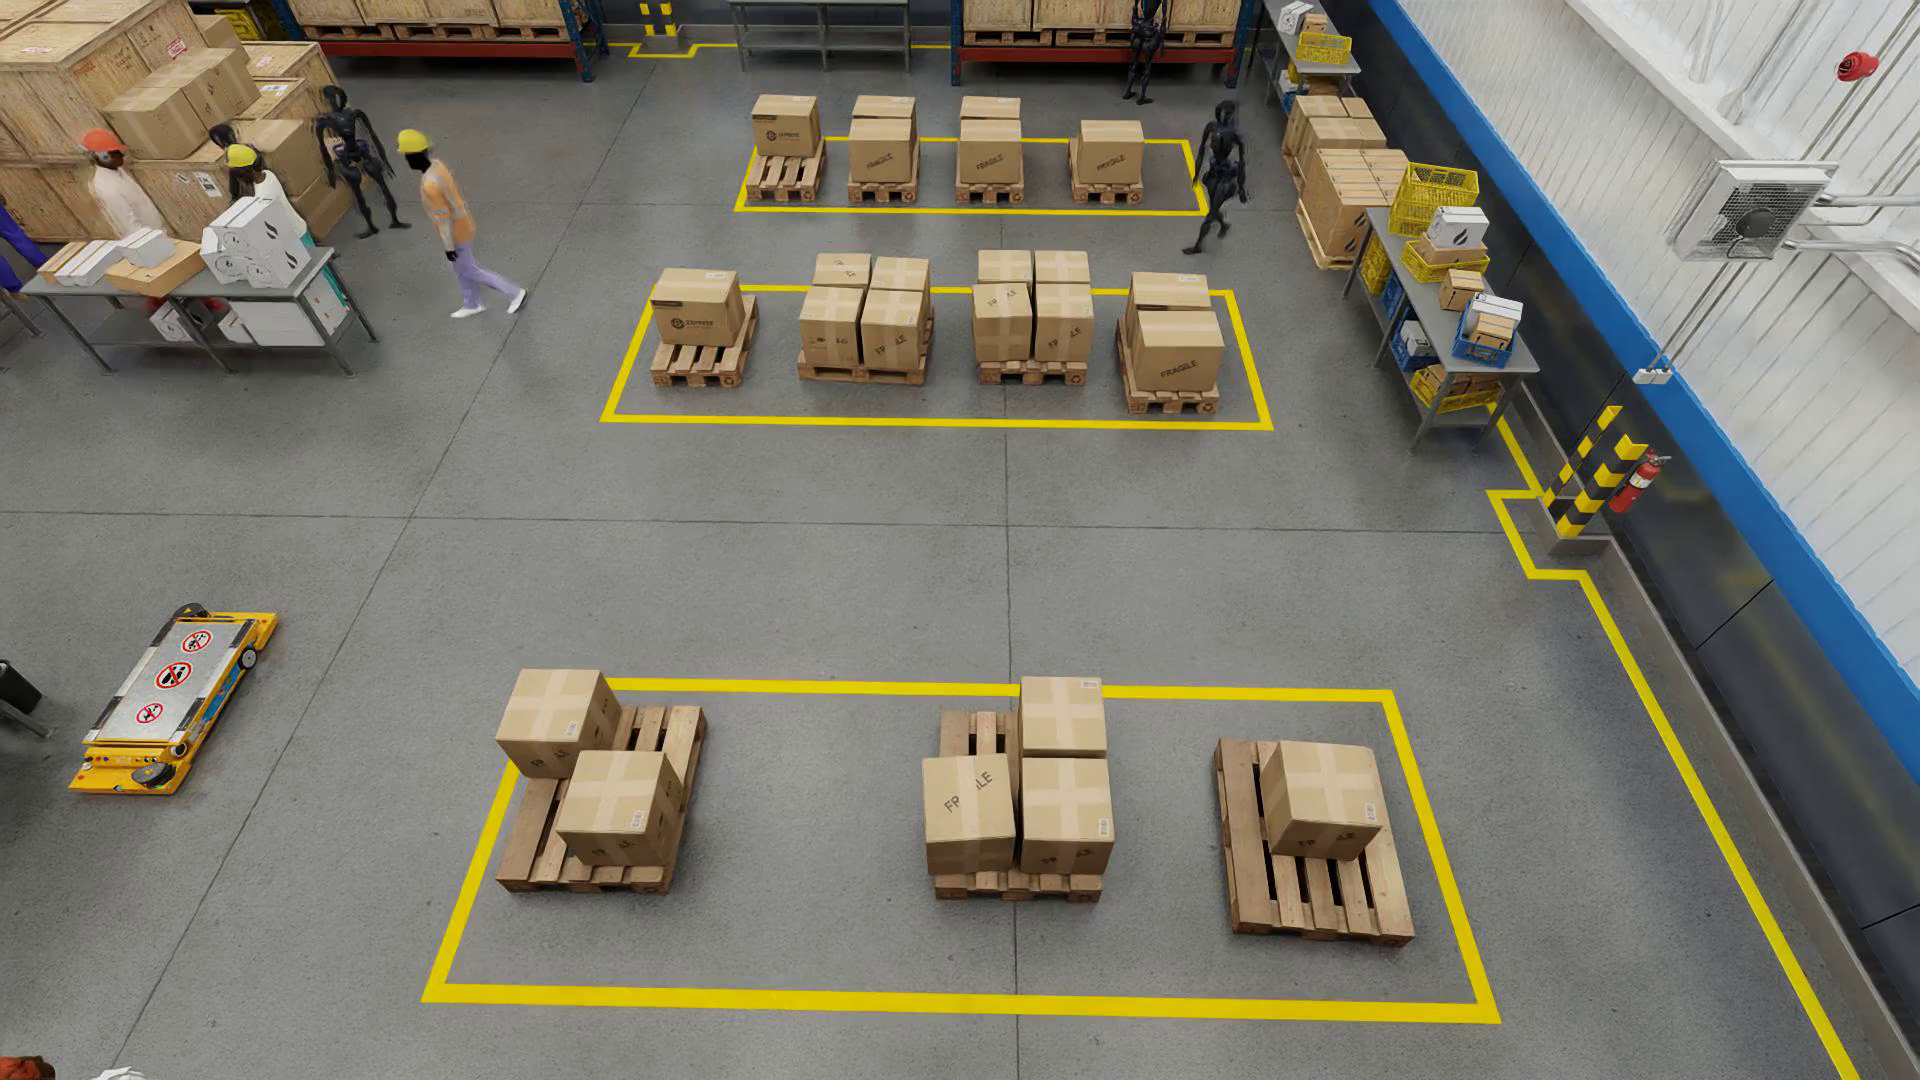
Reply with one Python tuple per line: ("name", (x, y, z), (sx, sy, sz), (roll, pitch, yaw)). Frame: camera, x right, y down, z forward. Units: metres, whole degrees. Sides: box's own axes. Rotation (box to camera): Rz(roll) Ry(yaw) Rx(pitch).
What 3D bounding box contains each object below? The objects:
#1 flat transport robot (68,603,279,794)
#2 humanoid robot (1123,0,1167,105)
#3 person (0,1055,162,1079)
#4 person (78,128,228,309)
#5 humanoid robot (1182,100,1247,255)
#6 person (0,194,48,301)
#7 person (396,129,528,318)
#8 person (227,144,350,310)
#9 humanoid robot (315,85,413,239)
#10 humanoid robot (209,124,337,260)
("flat transport robot", (-5.504, 1.072, 6.442), (0.652, 0.197, 1.431), (1, 50, 1))
("humanoid robot", (2.456, -6.646, 12.059), (0.313, 1.657, 0.609), (-34, 58, -25))
("person", (-3.590, 2.623, 4.089), (0.586, 1.882, 0.343), (-18, 52, -14))
("person", (-7.724, -2.835, 8.665), (0.707, 1.950, 0.668), (-18, 52, -15))
("humanoid robot", (2.807, -3.875, 9.759), (0.764, 1.617, 0.654), (-25, 54, -20))
("person", (-9.918, -3.386, 9.072), (0.536, 2.000, 0.680), (20, 53, 16))
("person", (-4.881, -2.995, 8.847), (0.788, 1.883, 0.599), (-18, 52, -15))
("person", (-6.499, -2.974, 8.902), (0.311, 1.768, 0.522), (-17, 52, -14))
("humanoid robot", (-6.526, -4.041, 9.876), (0.662, 1.632, 0.386), (-34, 57, -25))
("humanoid robot", (-7.128, -3.430, 9.377), (0.784, 1.615, 0.552), (-37, 59, -27))
